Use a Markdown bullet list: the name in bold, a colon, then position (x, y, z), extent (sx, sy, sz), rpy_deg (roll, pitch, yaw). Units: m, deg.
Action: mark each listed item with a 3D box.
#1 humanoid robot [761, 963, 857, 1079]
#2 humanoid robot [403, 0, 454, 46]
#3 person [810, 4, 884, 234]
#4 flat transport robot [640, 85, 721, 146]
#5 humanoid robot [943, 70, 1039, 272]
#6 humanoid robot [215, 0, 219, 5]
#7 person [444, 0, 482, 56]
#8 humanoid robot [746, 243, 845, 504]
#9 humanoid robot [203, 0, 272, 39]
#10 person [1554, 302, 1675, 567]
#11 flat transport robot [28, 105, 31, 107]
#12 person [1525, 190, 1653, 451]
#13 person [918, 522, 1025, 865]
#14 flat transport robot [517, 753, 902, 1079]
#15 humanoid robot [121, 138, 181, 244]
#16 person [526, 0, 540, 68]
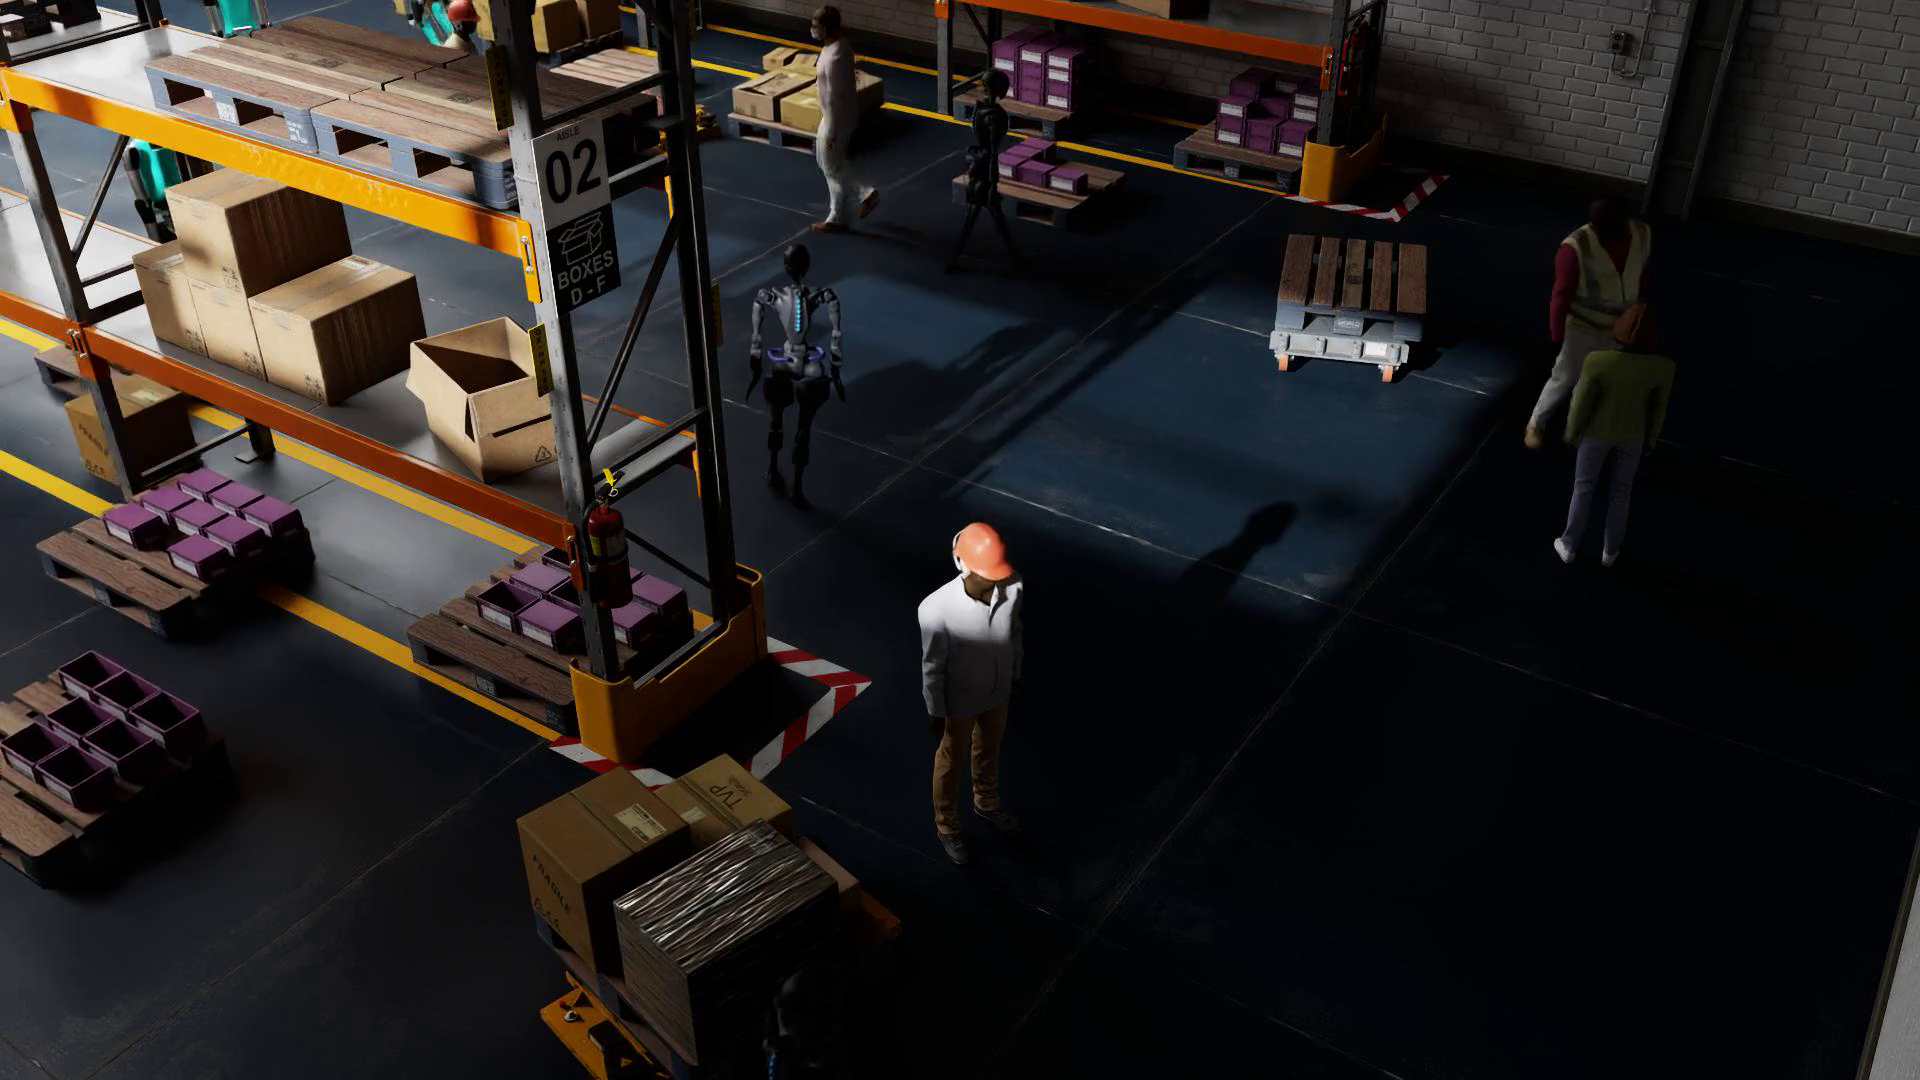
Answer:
- **humanoid robot**: position (-0.539, 2.015, 5.486), extent (0.419, 1.640, 0.600), rpy_deg (-20, 38, -28)
- **humanoid robot**: position (-5.176, -5.219, 16.620), extent (0.843, 1.870, 0.554), rpy_deg (24, 40, 32)
- **person**: position (-0.972, -3.415, 13.609), extent (0.515, 1.921, 0.625), rpy_deg (-1, 33, -2)
- **flat transport robot**: position (-2.990, -4.212, 16.347), extent (0.659, 0.231, 1.431), rpy_deg (-21, 39, -29)
- **humanoid robot**: position (0.242, -2.880, 13.046), extent (0.763, 1.631, 0.611), rpy_deg (-5, 33, -7)
- **humanoid robot**: position (-9.156, -7.168, 19.598), extent (0.878, 1.827, 0.553), rpy_deg (28, 42, 36)
- **person**: position (-4.274, -3.804, 14.373), extent (0.660, 1.731, 0.565), rpy_deg (4, 33, 6)
- **humanoid robot**: position (-1.014, -1.018, 10.158), extent (0.608, 1.637, 0.467), rpy_deg (-7, 34, -10)
- **humanoid robot**: position (-6.389, -4.297, 15.009), extent (0.533, 1.677, 0.735), rpy_deg (-16, 36, -23)
- **person**: position (3.735, -0.591, 9.527), extent (0.505, 1.631, 0.267), rpy_deg (6, 34, 9)
- **flat transport robot**: position (-10.041, -4.452, 16.716), extent (1.431, 0.231, 0.659), rpy_deg (6, 34, 9)
- **person**: position (4.010, -1.390, 10.600), extent (0.665, 1.814, 0.523), rpy_deg (-11, 35, -16)
- **person**: position (0.076, 0.671, 7.482), extent (0.559, 1.748, 0.328), rpy_deg (-24, 40, -32)
- **flat transport robot**: position (-0.999, 1.806, 7.097), extent (1.431, 0.231, 0.659), rpy_deg (-26, 41, -34)
- **humanoid robot**: position (-5.443, -2.173, 11.866), extent (1.023, 1.735, 0.548), rpy_deg (13, 35, 20)
- **person**: position (-3.954, -4.284, 14.931), extent (0.436, 1.942, 0.487), rpy_deg (3, 33, 5)
